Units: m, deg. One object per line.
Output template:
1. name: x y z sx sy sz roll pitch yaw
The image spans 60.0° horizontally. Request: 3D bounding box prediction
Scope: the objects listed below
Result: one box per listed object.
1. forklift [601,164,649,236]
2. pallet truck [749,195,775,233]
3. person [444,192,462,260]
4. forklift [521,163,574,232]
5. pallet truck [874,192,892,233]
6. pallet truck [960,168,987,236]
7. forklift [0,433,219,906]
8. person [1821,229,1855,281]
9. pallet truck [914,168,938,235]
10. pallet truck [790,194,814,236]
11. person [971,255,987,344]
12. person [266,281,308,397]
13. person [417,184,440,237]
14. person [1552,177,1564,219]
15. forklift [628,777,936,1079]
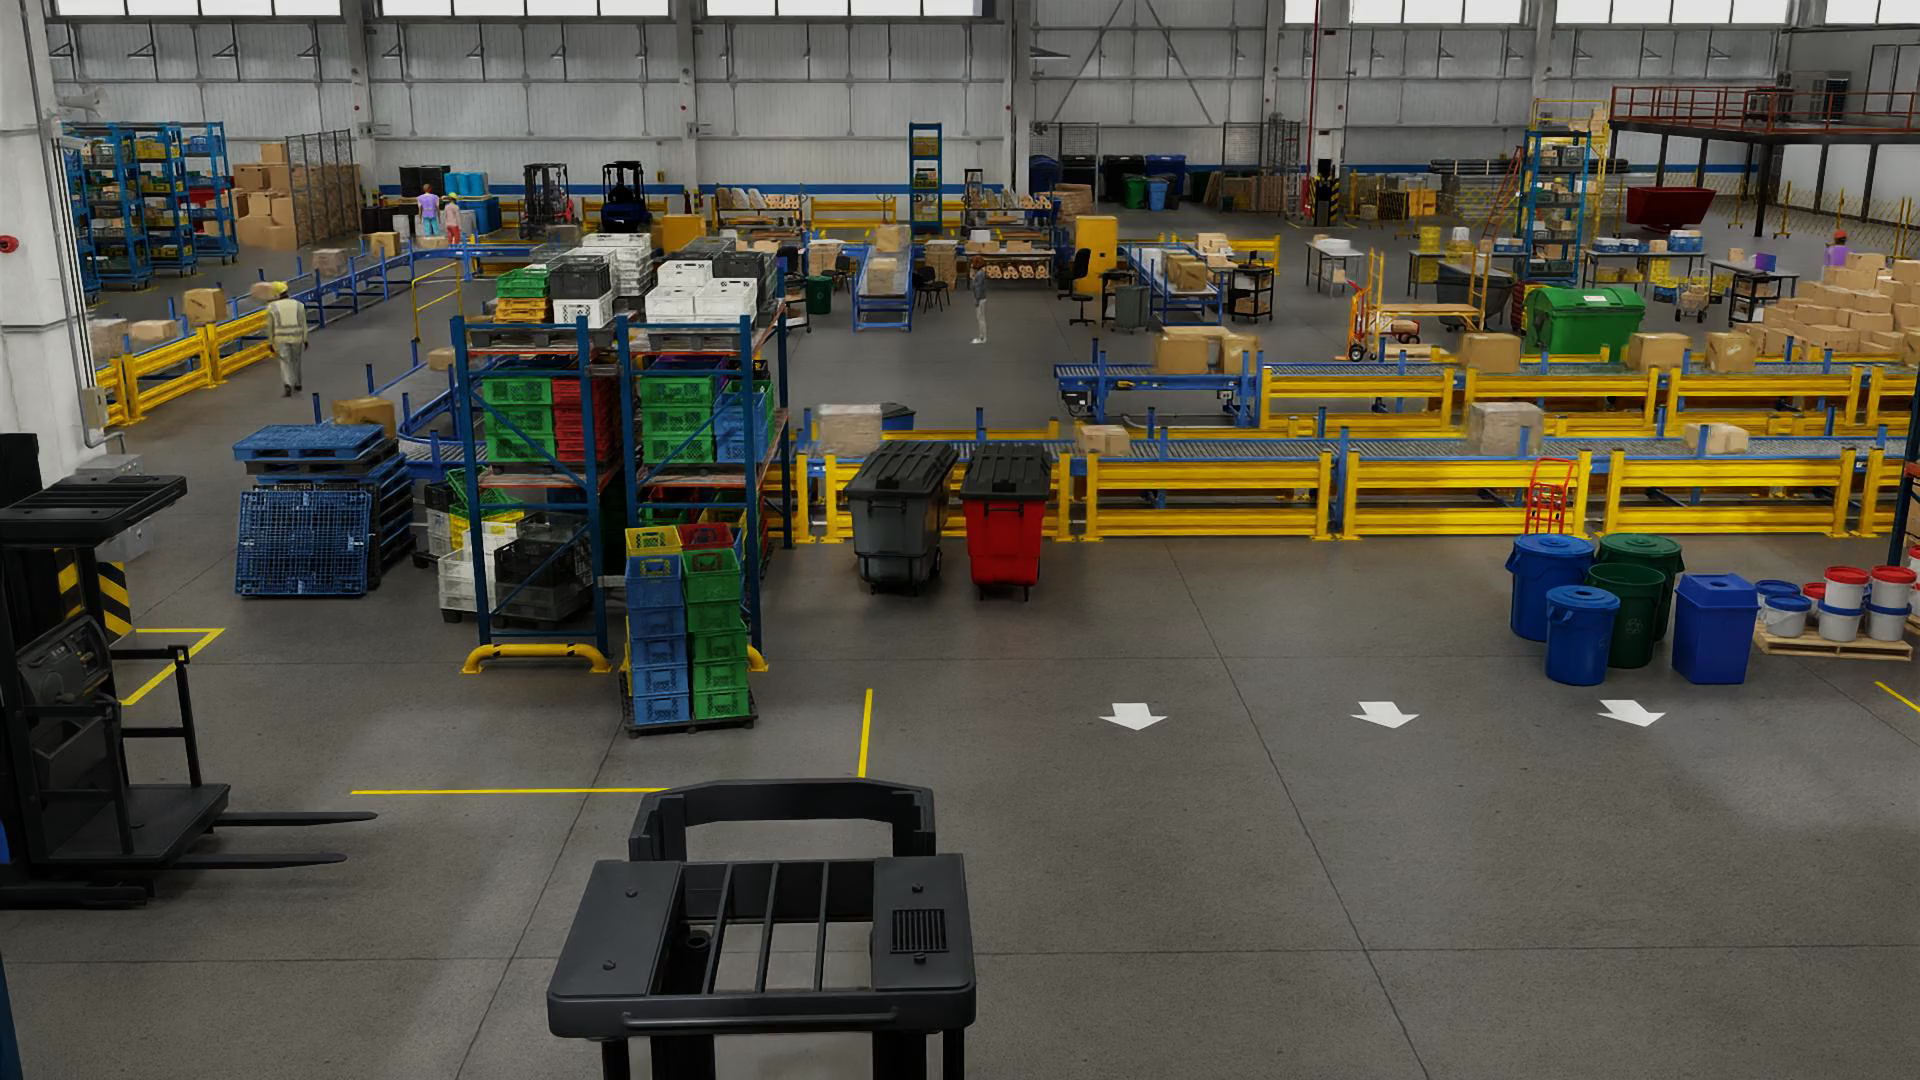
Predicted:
1. forklift: -9.948 -10.127 49.296 1.157 1.987 2.680 -1 16 -3
2. pallet truck: -6.051 -9.967 50.660 0.680 1.201 1.601 0 16 -1
3. person: -13.355 -8.295 43.898 0.530 1.766 0.334 9 19 30
4. forklift: -12.233 -10.122 49.298 1.157 1.987 2.680 0 16 -1
5. pallet truck: -2.277 -9.986 50.594 0.653 1.274 1.630 0 16 -1
6. pallet truck: 0.383 -10.230 50.206 0.823 1.965 1.885 -1 16 -3
7. forklift: -5.952 0.780 10.366 1.873 2.768 1.129 0 16 -1
8. person: 17.260 -5.154 32.734 0.577 1.907 0.644 8 18 26
9. pallet truck: -0.989 -10.316 50.507 0.823 1.965 1.885 1 16 3
10. pallet truck: -4.814 -9.883 50.259 0.704 1.261 1.522 -1 16 -3
11. person: 0.353 -4.451 30.788 0.279 1.624 0.494 0 16 1
12. person: -10.495 -3.151 26.002 0.622 1.787 0.839 -11 19 -34
13. person: -14.535 -8.818 45.580 0.563 1.839 0.394 -5 17 -18
14. person: 17.836 -9.962 49.729 0.308 1.743 0.493 12 20 35
15. forklift: -0.542 2.165 5.552 1.129 2.768 1.873 -1 16 -2
